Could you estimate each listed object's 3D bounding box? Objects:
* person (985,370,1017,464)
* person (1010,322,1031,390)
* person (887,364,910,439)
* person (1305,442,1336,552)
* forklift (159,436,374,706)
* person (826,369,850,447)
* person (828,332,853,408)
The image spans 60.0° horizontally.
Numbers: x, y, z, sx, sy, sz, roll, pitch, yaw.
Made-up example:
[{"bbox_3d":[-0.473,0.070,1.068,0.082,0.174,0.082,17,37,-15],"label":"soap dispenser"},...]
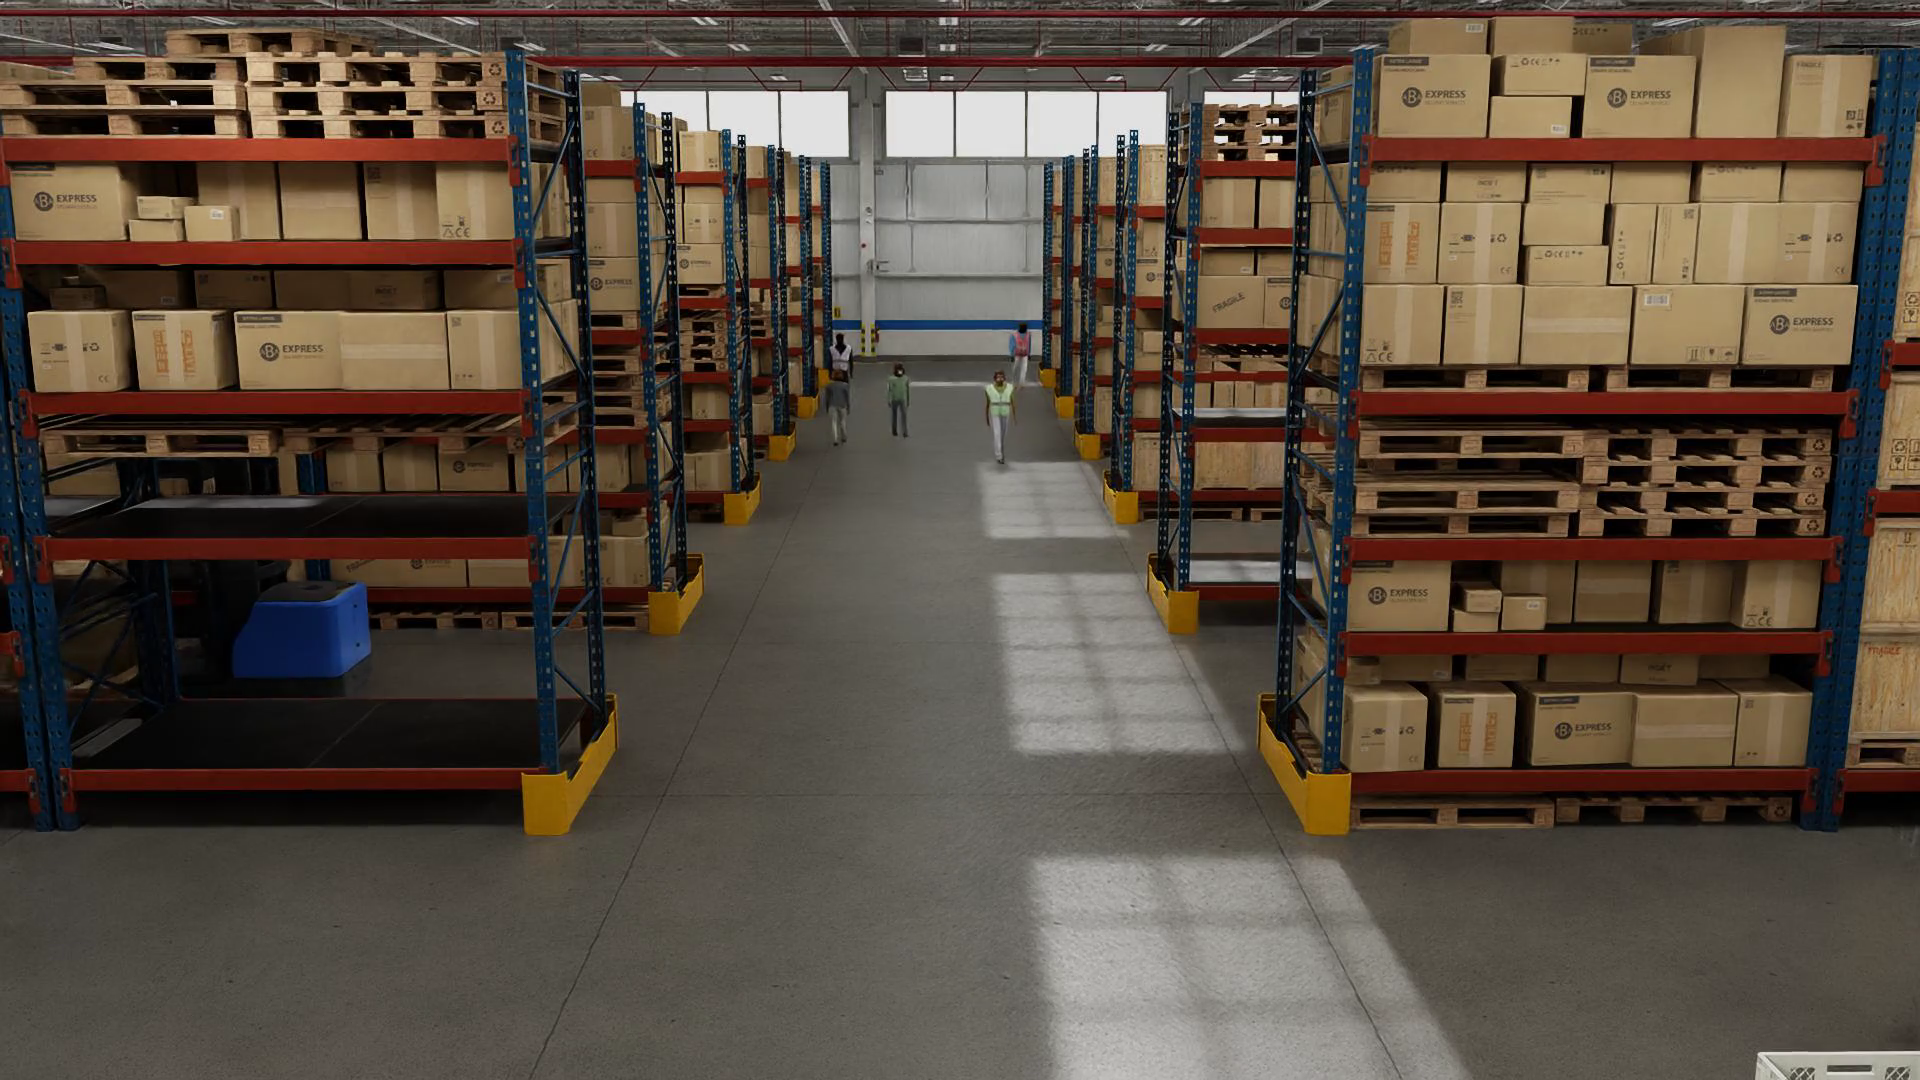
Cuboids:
[{"bbox_3d":[0.775,-2.420,32.366,0.587,1.816,0.887,-2,12,-10],"label":"person"},{"bbox_3d":[1.599,-5.004,45.197,0.731,1.800,0.784,-4,12,-18],"label":"person"},{"bbox_3d":[-1.311,-2.984,35.692,0.520,1.586,0.876,-3,12,-16],"label":"person"},{"bbox_3d":[5.347,-0.675,23.639,1.030,1.853,0.648,-6,13,-28],"label":"person"},{"bbox_3d":[-7.087,0.186,16.777,1.873,2.768,1.129,0,11,-1],"label":"forklift"},{"bbox_3d":[-2.532,-2.753,34.556,0.515,1.582,0.847,1,11,3],"label":"person"},{"bbox_3d":[-2.916,-4.116,40.556,0.597,1.898,0.443,-1,11,-7],"label":"person"}]
